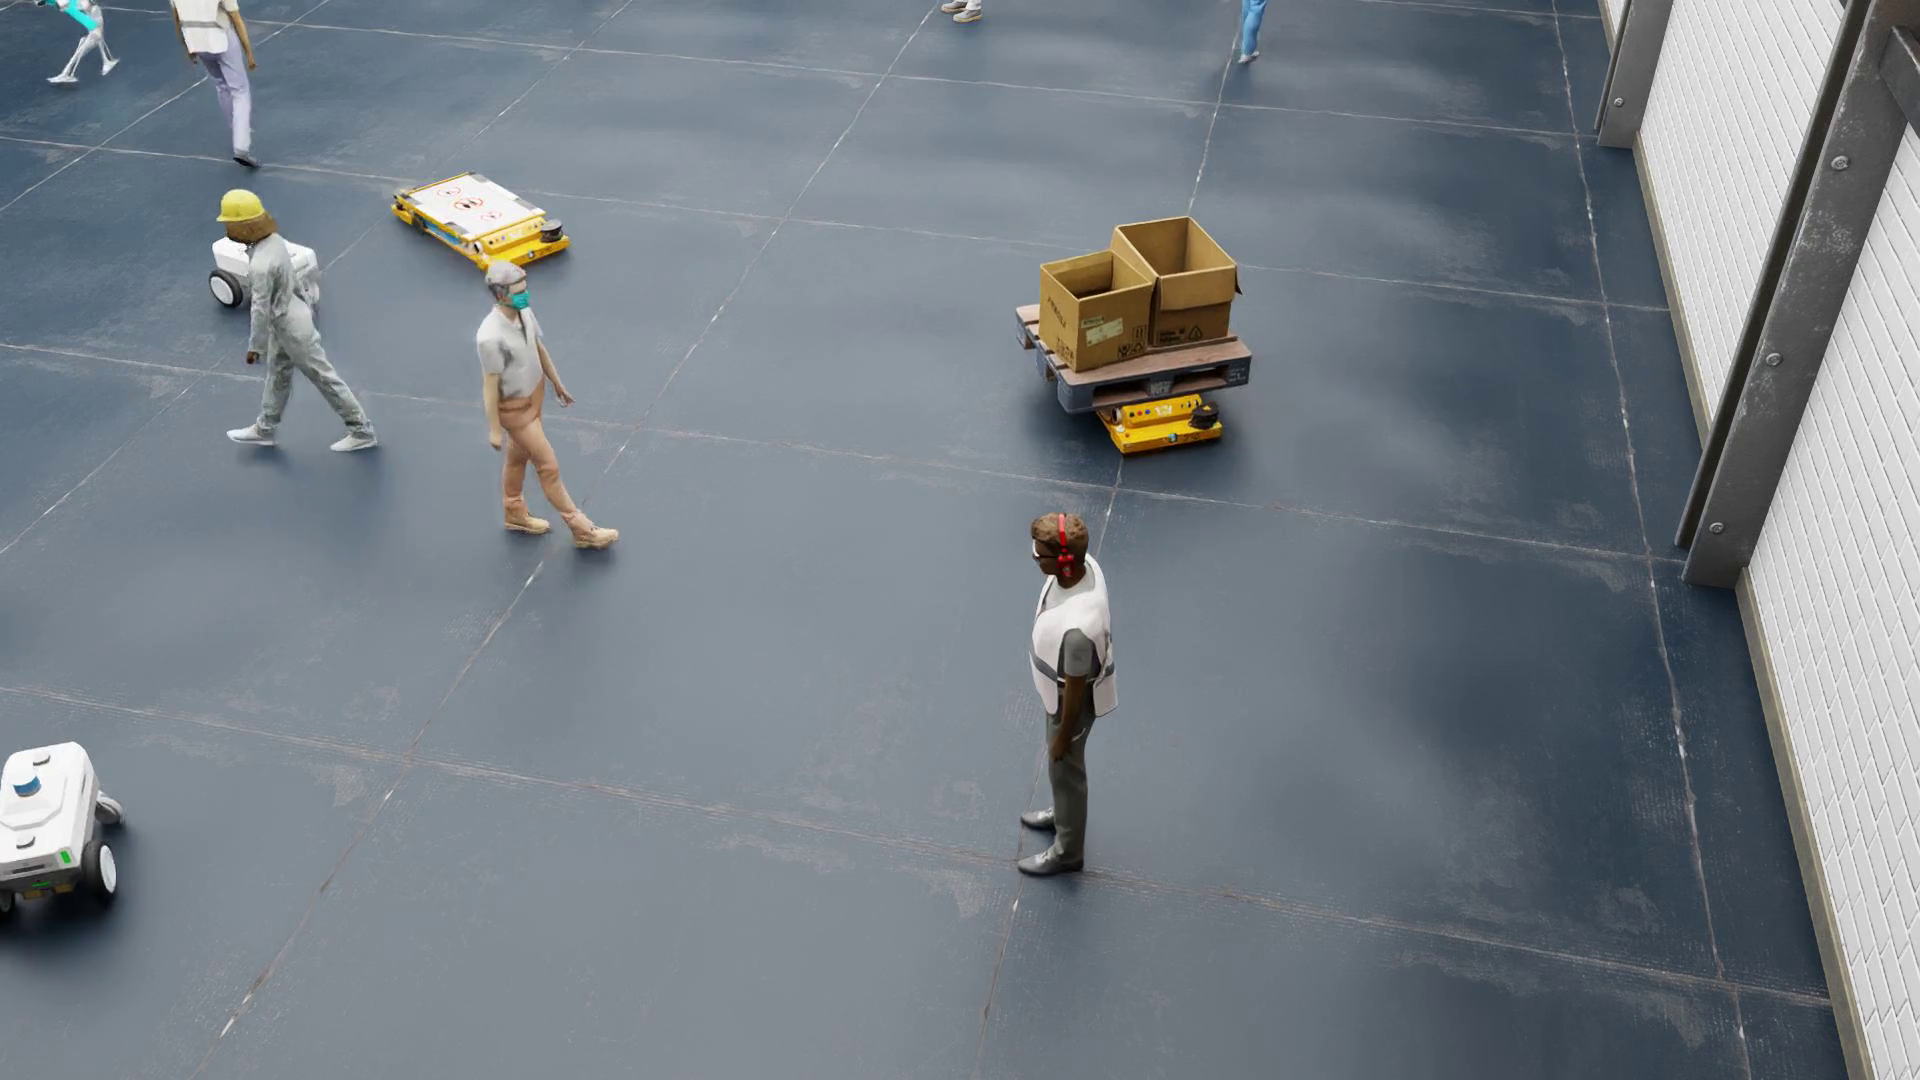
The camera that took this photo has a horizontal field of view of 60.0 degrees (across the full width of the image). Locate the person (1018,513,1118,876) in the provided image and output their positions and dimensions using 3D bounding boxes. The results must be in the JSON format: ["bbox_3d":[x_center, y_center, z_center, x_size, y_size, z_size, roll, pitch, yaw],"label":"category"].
[{"bbox_3d":[0.464,0.656,7.036,0.401,1.834,0.567,0,37,0],"label":"person"}]

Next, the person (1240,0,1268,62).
[{"bbox_3d":[2.768,-5.228,15.005,0.508,1.708,0.689,24,43,29],"label":"person"}]

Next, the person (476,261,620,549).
[{"bbox_3d":[-2.243,-0.709,8.957,0.823,1.713,0.514,7,37,9],"label":"person"}]

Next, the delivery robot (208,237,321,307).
[{"bbox_3d":[-4.818,-1.881,11.512,0.785,0.613,0.514,18,40,22],"label":"delivery robot"}]

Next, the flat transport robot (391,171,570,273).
[{"bbox_3d":[-3.601,-2.389,12.416,0.659,0.231,1.431,-31,46,-34],"label":"flat transport robot"}]

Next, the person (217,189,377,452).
[{"bbox_3d":[-3.978,-1.224,9.662,0.880,1.696,0.498,-11,38,-14],"label":"person"}]

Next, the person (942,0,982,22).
[{"bbox_3d":[0.042,-5.890,15.752,0.346,1.882,0.583,-13,39,-17],"label":"person"}]

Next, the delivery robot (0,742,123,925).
[{"bbox_3d":[-3.998,1.279,7.283,0.514,0.613,0.785,-10,38,-14],"label":"delivery robot"}]

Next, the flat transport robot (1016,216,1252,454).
[{"bbox_3d":[1.090,-1.045,10.617,0.659,0.231,1.431,-10,38,-14],"label":"flat transport robot"}]

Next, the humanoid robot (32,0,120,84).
[{"bbox_3d":[-7.818,-4.874,14.495,0.570,1.717,0.932,22,42,27],"label":"humanoid robot"}]

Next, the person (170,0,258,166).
[{"bbox_3d":[-5.889,-3.881,13.135,0.602,1.805,0.828,4,37,5],"label":"person"}]
